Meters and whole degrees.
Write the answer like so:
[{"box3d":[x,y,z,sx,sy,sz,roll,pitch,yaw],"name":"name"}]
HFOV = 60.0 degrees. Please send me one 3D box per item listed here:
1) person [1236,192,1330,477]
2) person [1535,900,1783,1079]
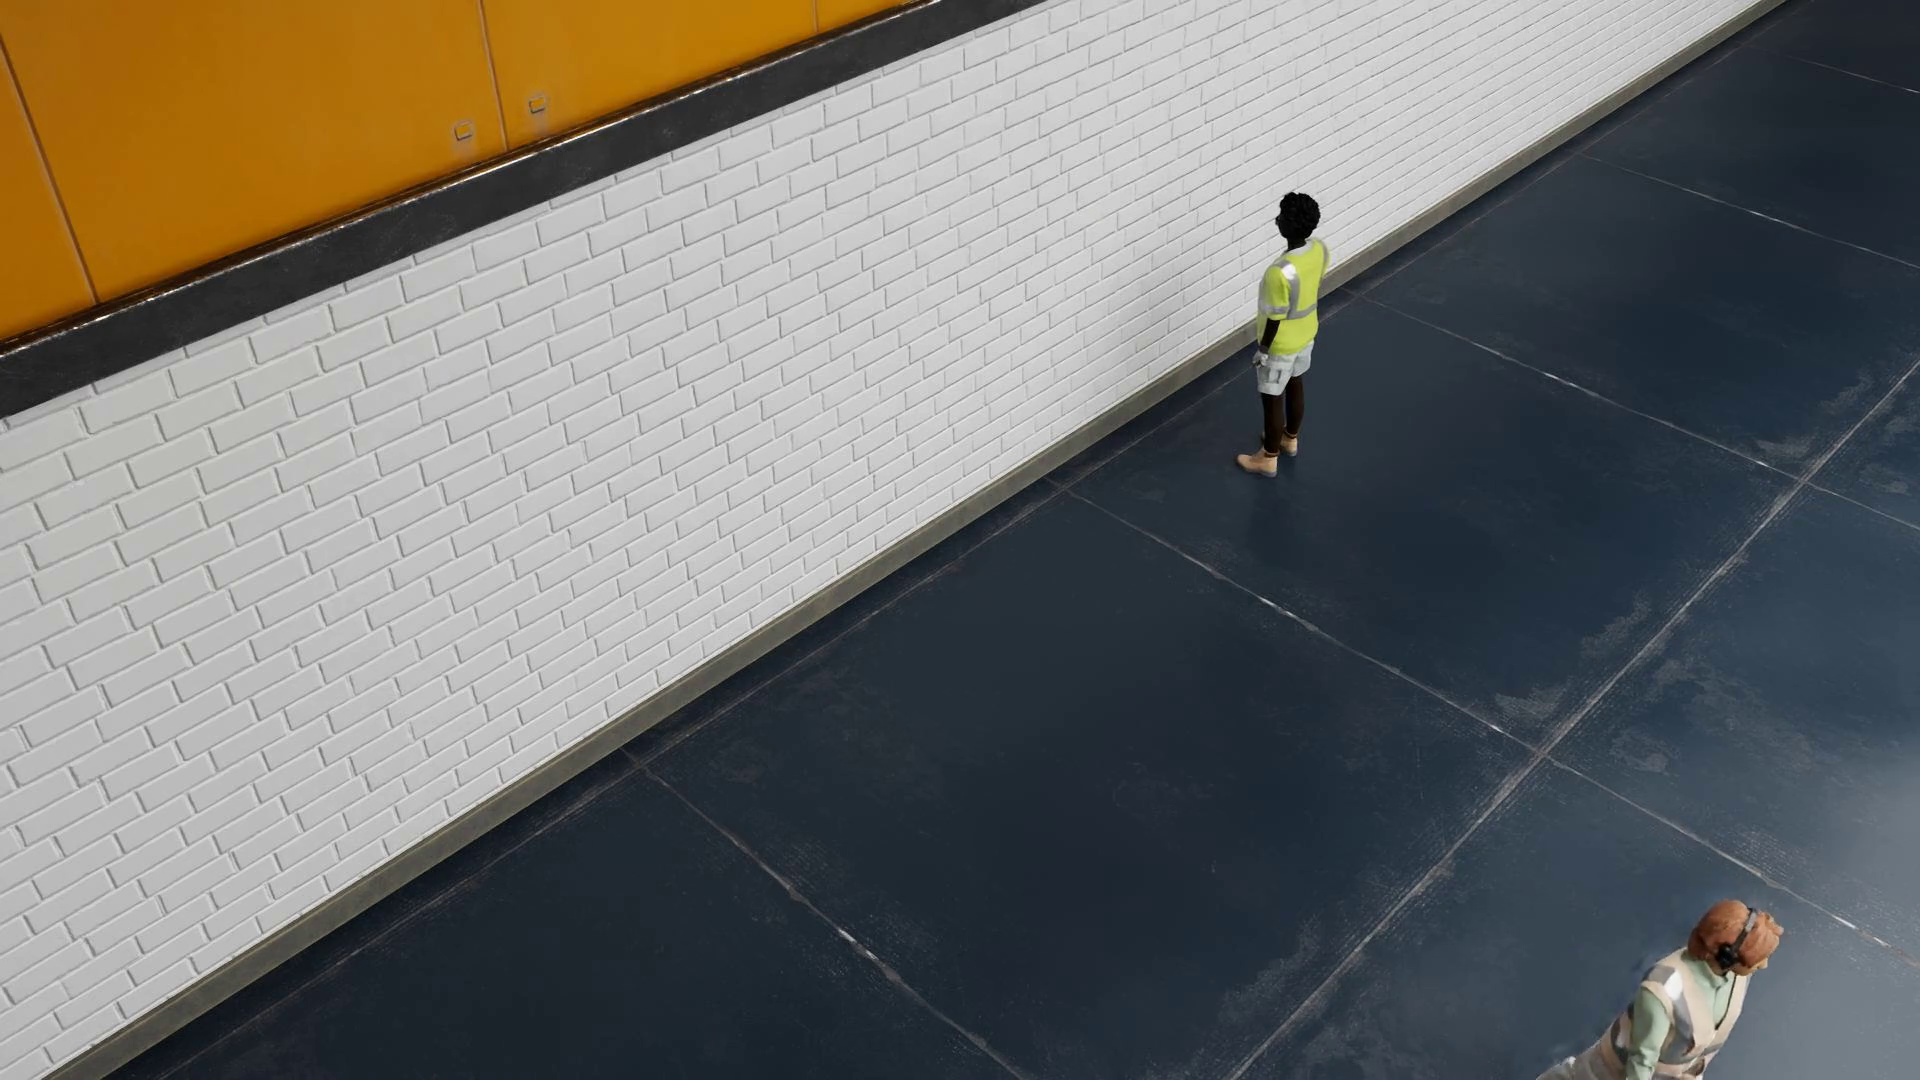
[{"box3d":[1.787,-1.126,9.183,0.317,1.695,0.539,27,46,29],"name":"person"},{"box3d":[2.369,1.775,5.643,0.527,1.576,0.904,-13,40,-15],"name":"person"}]
